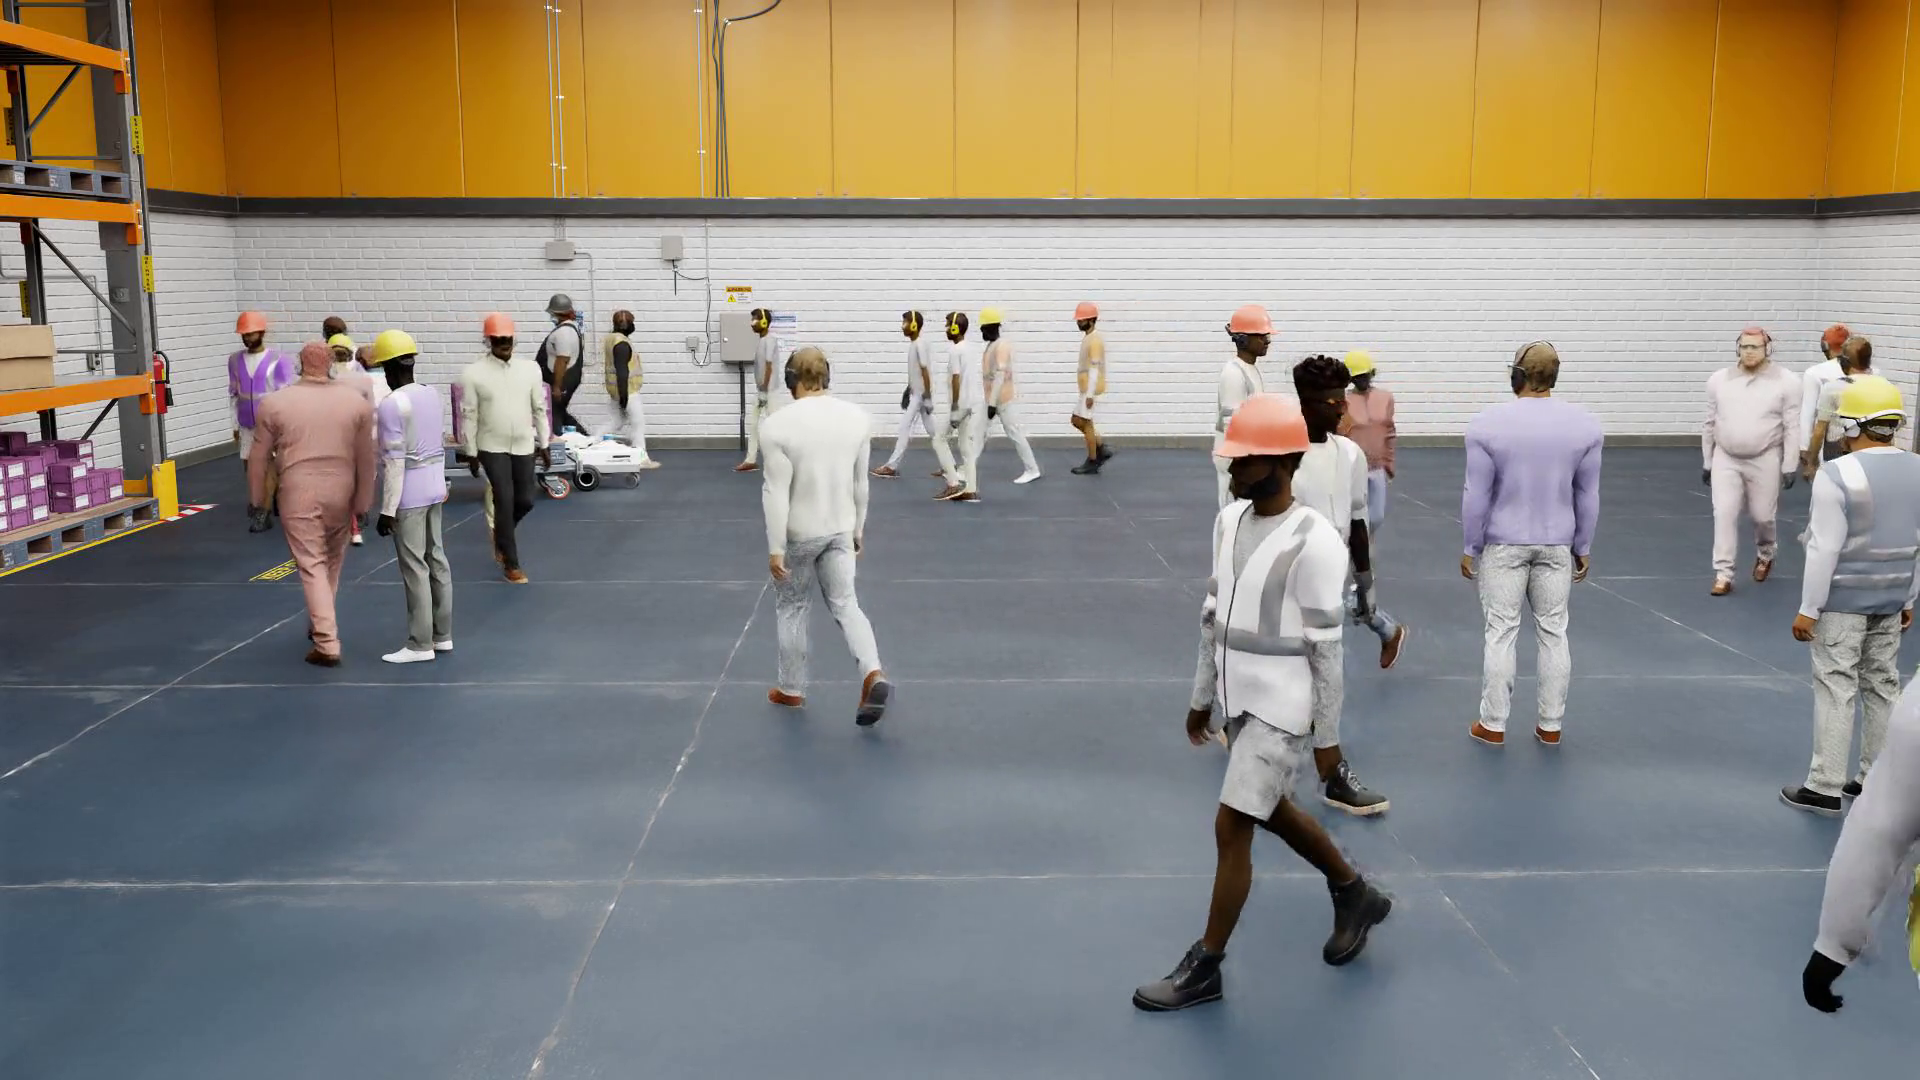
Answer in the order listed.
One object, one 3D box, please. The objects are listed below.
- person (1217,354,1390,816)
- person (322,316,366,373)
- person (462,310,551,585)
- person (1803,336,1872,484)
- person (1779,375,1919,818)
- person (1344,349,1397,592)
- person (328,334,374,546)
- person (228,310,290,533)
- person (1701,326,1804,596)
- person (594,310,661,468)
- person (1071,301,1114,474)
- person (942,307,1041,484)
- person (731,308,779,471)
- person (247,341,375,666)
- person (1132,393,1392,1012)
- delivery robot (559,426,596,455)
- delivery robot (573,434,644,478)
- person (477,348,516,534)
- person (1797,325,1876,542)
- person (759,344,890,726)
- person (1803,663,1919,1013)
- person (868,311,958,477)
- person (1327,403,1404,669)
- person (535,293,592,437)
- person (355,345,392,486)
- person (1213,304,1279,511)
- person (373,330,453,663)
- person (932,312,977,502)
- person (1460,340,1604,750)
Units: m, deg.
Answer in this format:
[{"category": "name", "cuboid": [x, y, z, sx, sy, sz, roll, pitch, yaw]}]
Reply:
[{"category": "person", "cuboid": [1.477, 0.148, 7.216, 0.613, 1.916, 1.048, -6, 11, -34]}, {"category": "person", "cuboid": [-6.000, -1.253, 16.066, 0.638, 1.825, 0.711, 0, 9, -1]}, {"category": "person", "cuboid": [-3.348, -0.696, 12.180, 0.613, 1.973, 0.800, -7, 12, -37]}, {"category": "person", "cuboid": [6.247, -0.514, 11.597, 0.496, 1.809, 0.888, -2, 9, -11]}, {"category": "person", "cuboid": [3.714, 0.236, 6.901, 0.600, 1.831, 0.404, -3, 10, -18]}, {"category": "person", "cuboid": [2.788, -0.498, 11.737, 0.583, 1.718, 0.611, -3, 10, -20]}, {"category": "person", "cuboid": [-5.131, -0.837, 13.809, 0.523, 1.723, 0.895, -5, 10, -26]}, {"category": "person", "cuboid": [-6.086, -1.051, 14.544, 0.555, 1.915, 0.752, 1, 9, 4]}, {"category": "person", "cuboid": [5.554, -0.569, 11.701, 0.651, 1.880, 0.800, 7, 11, 35]}, {"category": "person", "cuboid": [-3.868, -1.693, 18.801, 0.833, 1.816, 0.630, -4, 10, -21]}, {"category": "person", "cuboid": [1.415, -1.664, 18.295, 0.423, 1.915, 0.569, 0, 9, -2]}, {"category": "person", "cuboid": [0.379, -1.504, 17.501, 1.063, 1.874, 0.612, -3, 10, -16]}, {"category": "person", "cuboid": [-2.132, -1.685, 18.676, 0.832, 1.842, 0.517, -4, 10, -26]}, {"category": "person", "cuboid": [-3.794, -0.234, 9.749, 0.657, 1.835, 1.013, -7, 12, -37]}, {"category": "person", "cuboid": [0.999, 0.486, 5.181, 0.945, 1.909, 0.552, -4, 10, -22]}, {"category": "delivery robot", "cuboid": [-4.211, -0.995, 18.068, 0.477, 0.478, 0.707, 1, 9, 6]}, {"category": "delivery robot", "cuboid": [-3.623, -0.847, 17.162, 0.707, 0.478, 0.477, -2, 9, -13]}, {"category": "person", "cuboid": [-3.820, -0.783, 13.802, 0.530, 1.618, 0.361, -5, 11, -28]}, {"category": "person", "cuboid": [7.034, -0.794, 13.235, 0.626, 1.836, 0.986, -1, 9, -5]}, {"category": "person", "cuboid": [-0.670, -0.020, 8.298, 0.632, 1.907, 0.911, -6, 11, -33]}, {"category": "person", "cuboid": [2.104, 0.836, 3.375, 0.711, 1.783, 0.905, 0, 9, -2]}, {"category": "person", "cuboid": [-0.472, -1.578, 18.093, 0.997, 1.815, 0.539, -1, 9, -3]}, {"category": "person", "cuboid": [2.111, -0.007, 9.088, 0.555, 1.614, 0.506, -4, 10, -25]}, {"category": "person", "cuboid": [-4.563, -1.842, 19.009, 0.629, 2.000, 0.706, 0, 9, -2]}, {"category": "person", "cuboid": [-5.196, -0.952, 14.932, 0.895, 1.586, 0.572, 8, 12, 40]}, {"category": "person", "cuboid": [1.831, -0.488, 10.693, 0.392, 2.045, 0.608, 4, 10, 21]}, {"category": "person", "cuboid": [-3.172, -0.246, 9.593, 0.381, 1.919, 0.584, 2, 9, 13]}, {"category": "person", "cuboid": [-0.066, -1.287, 16.172, 0.562, 1.850, 0.568, 4, 10, 24]}, {"category": "person", "cuboid": [2.667, 0.032, 7.827, 0.631, 1.940, 0.370, 1, 9, 4]}]
